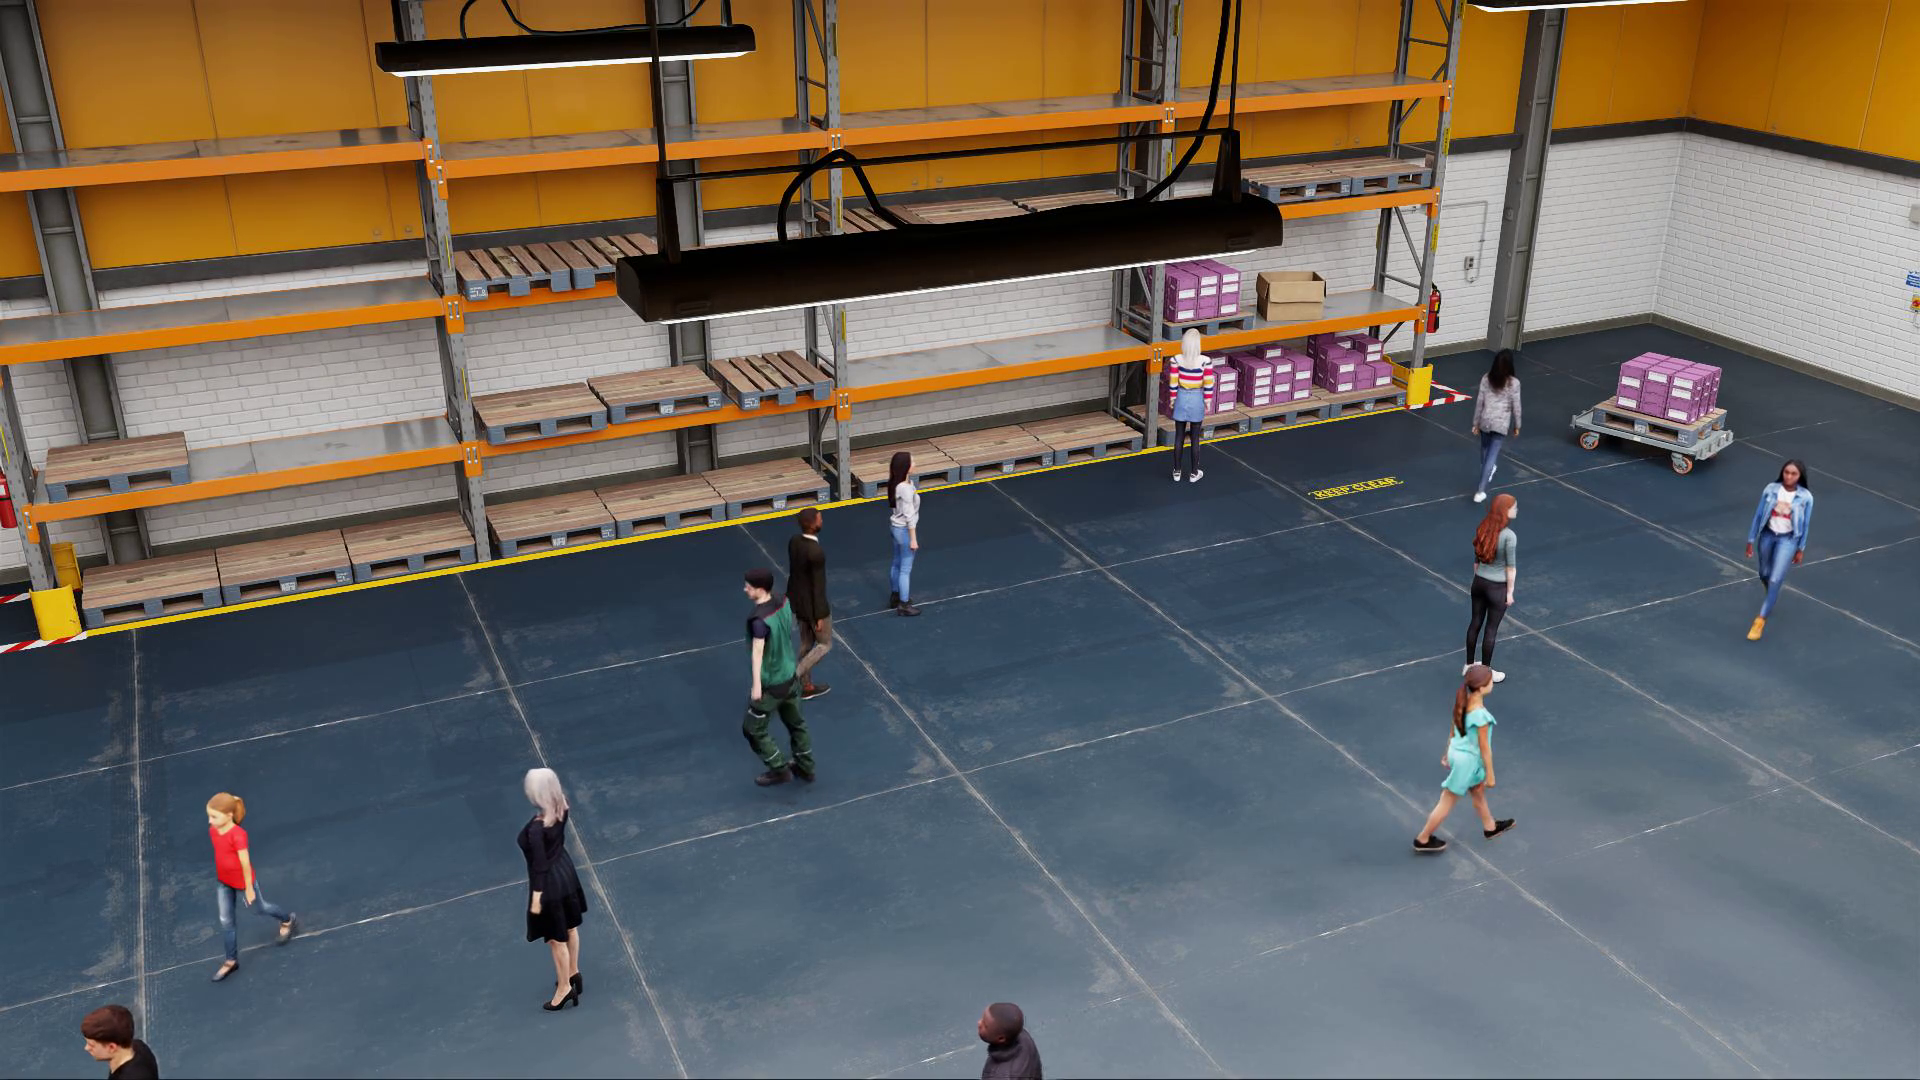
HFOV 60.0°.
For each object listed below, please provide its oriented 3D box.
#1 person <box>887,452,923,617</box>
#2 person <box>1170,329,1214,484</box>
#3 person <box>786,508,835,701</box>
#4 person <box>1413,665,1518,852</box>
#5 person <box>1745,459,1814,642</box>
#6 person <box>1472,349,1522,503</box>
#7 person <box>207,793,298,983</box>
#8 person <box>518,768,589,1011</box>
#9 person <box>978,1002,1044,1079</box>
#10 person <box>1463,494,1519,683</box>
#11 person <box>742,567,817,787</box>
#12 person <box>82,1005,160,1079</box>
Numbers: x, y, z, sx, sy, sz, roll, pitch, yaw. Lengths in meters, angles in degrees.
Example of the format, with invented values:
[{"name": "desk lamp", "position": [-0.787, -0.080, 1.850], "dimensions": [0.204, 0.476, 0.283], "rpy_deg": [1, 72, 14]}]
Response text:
[{"name": "person", "position": [-0.547, -0.073, 15.814], "dimensions": [0.519, 1.634, 0.611], "rpy_deg": [-9, 25, -20]}, {"name": "person", "position": [2.616, -1.546, 18.966], "dimensions": [0.700, 1.809, 0.774], "rpy_deg": [7, 25, 16]}, {"name": "person", "position": [-1.339, 0.592, 14.098], "dimensions": [0.910, 1.791, 0.792], "rpy_deg": [-19, 30, -37]}, {"name": "person", "position": [3.601, 1.631, 12.071], "dimensions": [1.097, 1.511, 0.733], "rpy_deg": [-5, 24, -10]}, {"name": "person", "position": [7.640, 0.040, 15.507], "dimensions": [0.977, 1.673, 1.266], "rpy_deg": [19, 30, 37]}, {"name": "person", "position": [5.878, -1.228, 18.391], "dimensions": [1.025, 1.686, 1.223], "rpy_deg": [15, 28, 30]}, {"name": "person", "position": [-4.716, 2.220, 11.000], "dimensions": [0.830, 1.290, 0.941], "rpy_deg": [11, 26, 24]}, {"name": "person", "position": [-2.579, 2.189, 10.500], "dimensions": [0.728, 1.747, 0.696], "rpy_deg": [3, 24, 8]}, {"name": "person", "position": [0.312, 3.079, 8.368], "dimensions": [0.939, 1.823, 0.892], "rpy_deg": [5, 24, 11]}, {"name": "person", "position": [4.648, 0.417, 14.560], "dimensions": [0.534, 1.741, 0.599], "rpy_deg": [-13, 27, -27]}, {"name": "person", "position": [-1.392, 1.101, 12.833], "dimensions": [0.954, 1.871, 0.902], "rpy_deg": [11, 26, 24]}, {"name": "person", "position": [-4.054, 3.087, 8.303], "dimensions": [0.560, 1.861, 0.689], "rpy_deg": [-12, 26, -25]}]
